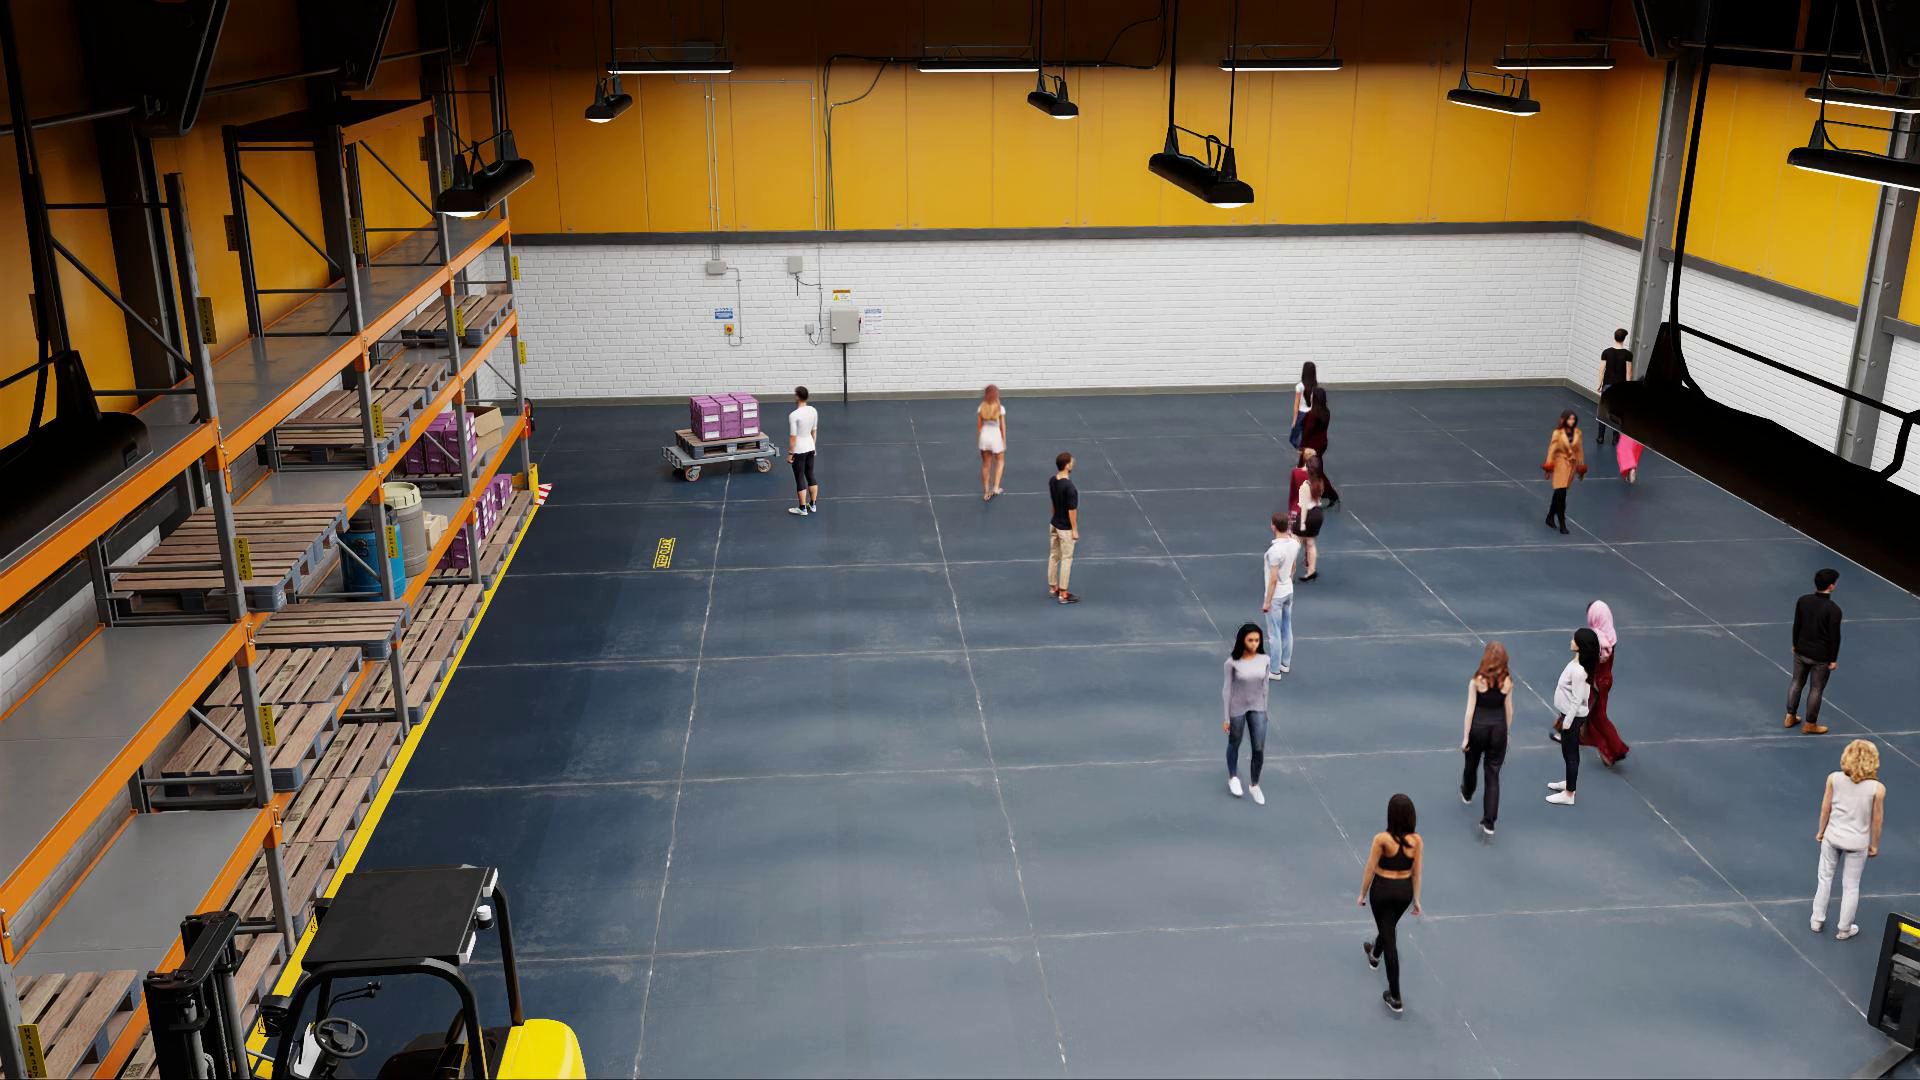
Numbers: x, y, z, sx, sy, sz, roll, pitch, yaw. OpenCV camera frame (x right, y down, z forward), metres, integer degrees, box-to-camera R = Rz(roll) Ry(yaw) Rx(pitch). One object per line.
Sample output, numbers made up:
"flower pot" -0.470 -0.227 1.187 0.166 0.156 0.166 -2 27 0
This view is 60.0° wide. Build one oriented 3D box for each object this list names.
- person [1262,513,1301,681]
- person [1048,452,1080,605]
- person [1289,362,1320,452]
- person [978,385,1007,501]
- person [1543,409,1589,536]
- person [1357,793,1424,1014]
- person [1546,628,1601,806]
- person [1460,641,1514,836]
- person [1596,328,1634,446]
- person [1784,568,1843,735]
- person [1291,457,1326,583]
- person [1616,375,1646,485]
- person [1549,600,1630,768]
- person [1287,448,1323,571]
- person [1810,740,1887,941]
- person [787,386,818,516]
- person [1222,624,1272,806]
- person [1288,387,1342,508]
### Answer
"person" 3.457 0.595 17.966 0.779 1.854 0.722 16 24 39
"person" 1.244 -0.162 20.207 0.768 1.859 0.628 -11 21 -29
"person" 5.298 -1.812 25.255 0.758 1.764 0.828 -11 22 -30
"person" 0.434 -1.401 24.167 0.724 1.680 0.800 4 19 13
"person" 8.234 -0.963 22.840 0.756 1.696 0.976 -3 19 -9
"person" 3.183 2.674 12.190 0.590 1.600 1.053 -2 19 -6
"person" 5.629 1.596 15.235 0.765 1.700 0.653 8 20 22
"person" 4.687 1.773 14.712 0.735 1.699 1.208 1 19 3
"person" 10.660 -2.504 27.102 0.760 1.896 0.760 9 21 26
"person" 8.568 1.099 16.674 0.778 1.723 0.621 -10 21 -26
"person" 4.427 -0.232 20.763 0.768 1.636 0.734 15 23 37
"person" 10.009 -1.580 24.672 0.757 1.697 1.047 4 19 11
"person" 6.164 1.399 15.984 1.025 1.595 1.163 -15 24 -38
"person" 4.294 -0.312 20.966 1.060 1.658 1.119 15 24 37
"person" 6.971 2.337 13.081 0.681 1.670 0.741 15 24 37
"person" -2.214 -1.277 23.528 0.800 1.853 0.743 15 24 38
"person" 2.602 1.547 15.353 0.606 1.717 0.725 -1 19 -4
"person" 5.145 -1.283 23.748 1.101 1.723 1.112 11 22 30
